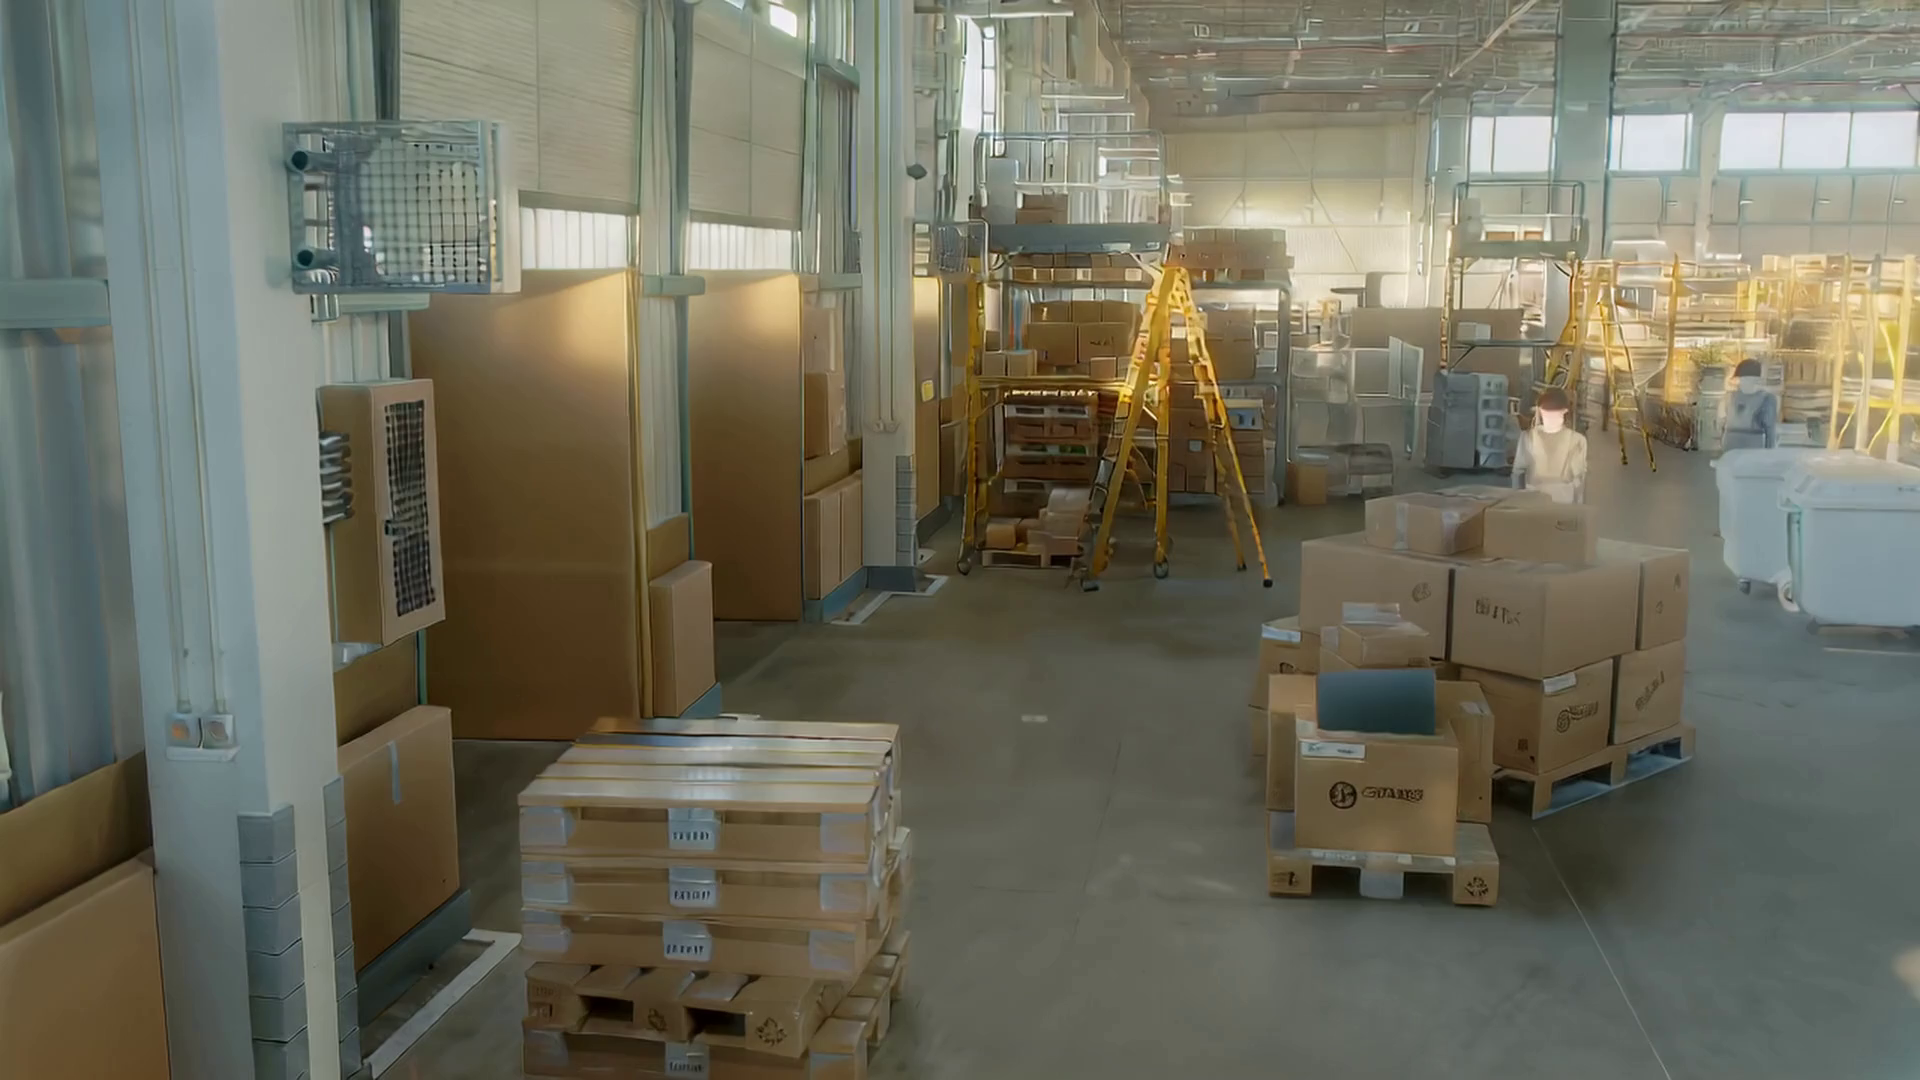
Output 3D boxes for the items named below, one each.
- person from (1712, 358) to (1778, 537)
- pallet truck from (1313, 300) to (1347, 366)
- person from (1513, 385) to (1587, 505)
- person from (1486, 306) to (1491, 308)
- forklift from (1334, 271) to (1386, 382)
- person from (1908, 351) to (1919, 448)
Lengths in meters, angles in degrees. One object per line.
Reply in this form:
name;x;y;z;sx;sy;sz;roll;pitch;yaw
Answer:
person;8.299;-0.950;17.553;0.386;1.927;0.589;-5;10;-27
pallet truck;11.159;-6.200;49.718;0.823;1.965;1.885;4;10;26
person;4.726;-0.278;13.385;0.552;1.935;0.370;4;10;22
person;17.313;-6.835;54.564;0.532;1.697;0.319;-6;11;-35
forklift;10.436;-5.400;42.069;1.873;2.768;1.129;1;9;9
person;15.503;-2.340;26.734;0.330;1.735;0.485;5;10;27
